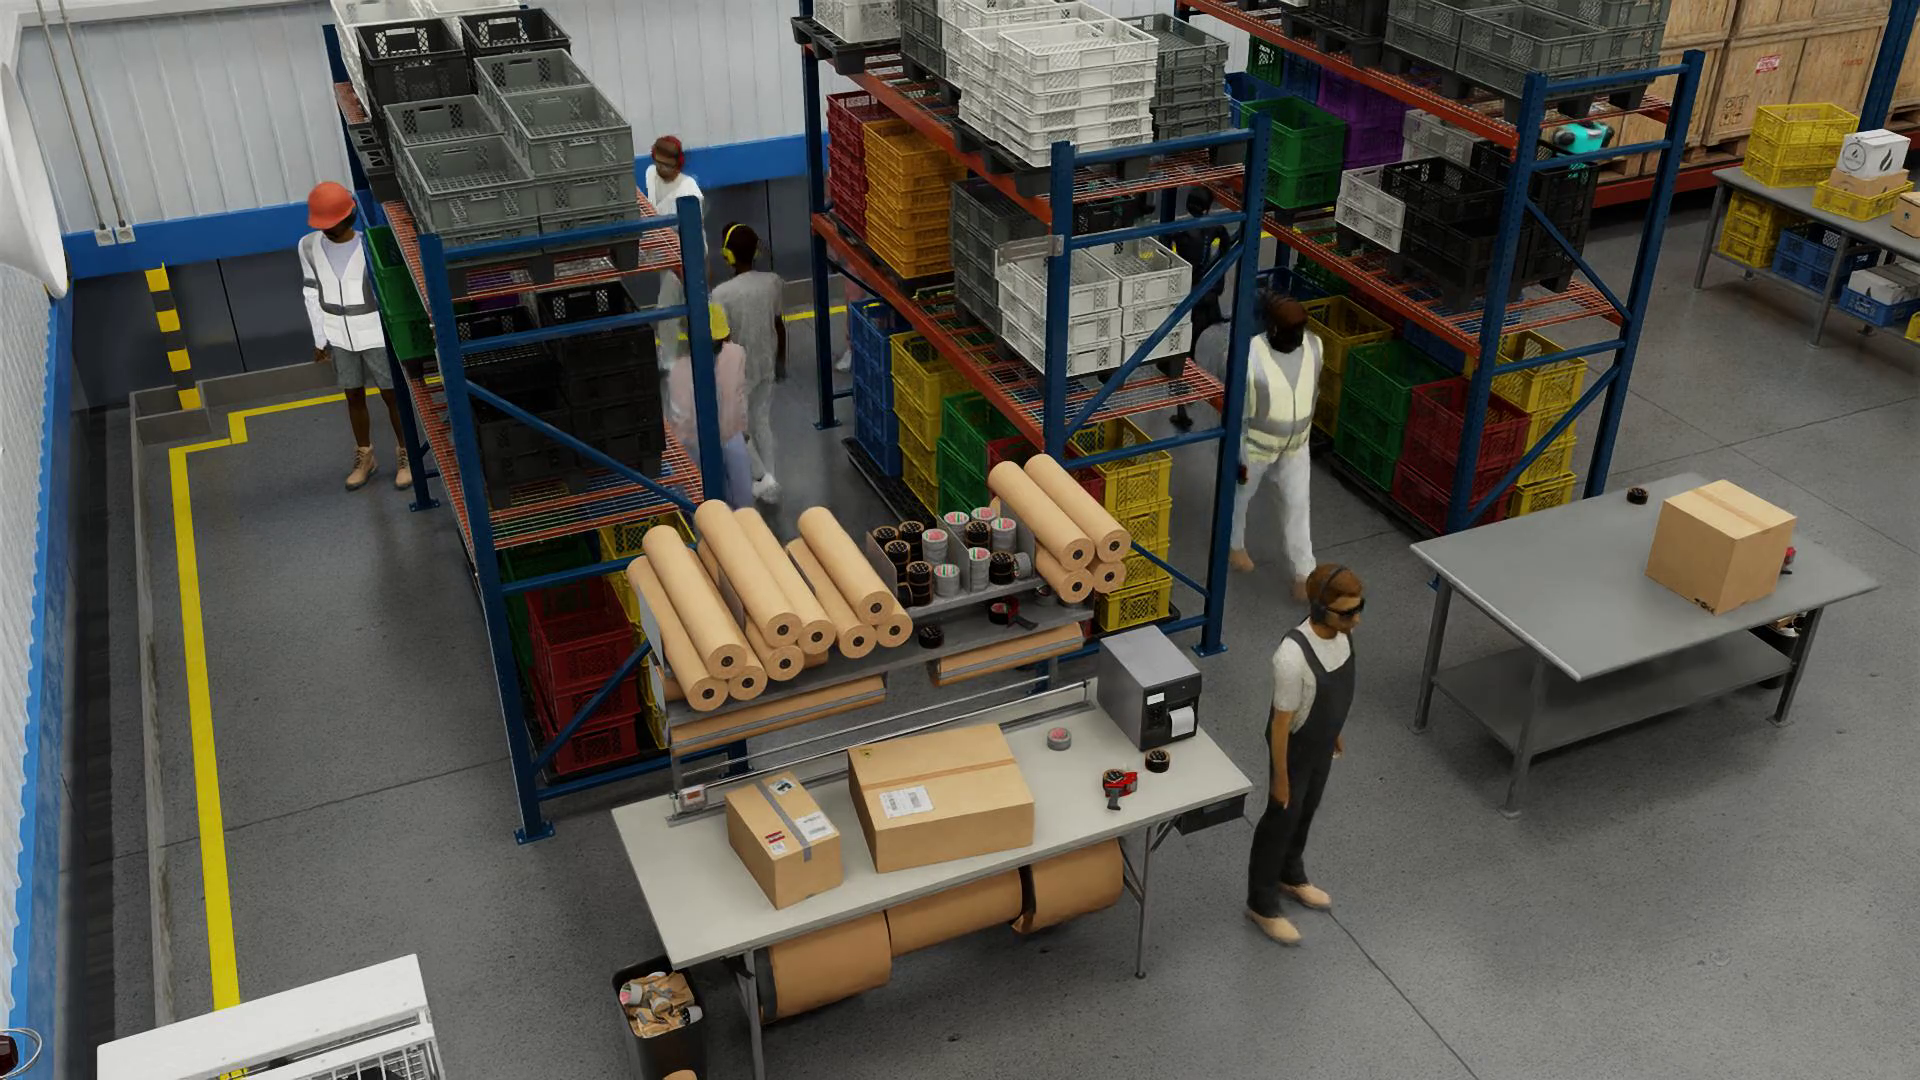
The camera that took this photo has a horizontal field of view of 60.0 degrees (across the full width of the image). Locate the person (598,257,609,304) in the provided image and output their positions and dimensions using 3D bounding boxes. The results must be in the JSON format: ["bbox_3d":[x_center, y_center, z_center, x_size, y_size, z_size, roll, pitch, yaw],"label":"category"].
[{"bbox_3d":[-2.606,-1.708,11.365,0.488,1.714,0.287,-25,40,-35],"label":"person"}]

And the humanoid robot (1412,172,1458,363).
[{"bbox_3d":[3.414,-2.050,11.967,0.589,1.634,0.643,-21,37,-30],"label":"humanoid robot"}]

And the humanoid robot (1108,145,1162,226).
[{"bbox_3d":[1.176,-2.541,12.791,0.735,1.877,0.535,-19,37,-28],"label":"humanoid robot"}]

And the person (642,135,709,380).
[{"bbox_3d":[-1.962,-2.028,11.794,0.764,1.809,0.596,-21,37,-30],"label":"person"}]

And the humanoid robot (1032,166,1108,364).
[{"bbox_3d":[0.678,-1.868,11.612,0.543,1.788,0.780,-8,33,-13],"label":"humanoid robot"}]

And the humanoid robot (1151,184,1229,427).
[{"bbox_3d":[1.507,-1.606,11.264,0.612,1.642,0.615,-13,34,-20],"label":"humanoid robot"}]

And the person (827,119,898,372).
[{"bbox_3d":[-0.621,-2.059,11.763,0.606,1.901,0.464,-4,32,-7],"label":"person"}]

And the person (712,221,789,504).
[{"bbox_3d":[-1.302,-1.053,10.168,0.555,1.849,0.408,-25,40,-35],"label":"person"}]

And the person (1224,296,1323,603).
[{"bbox_3d":[1.785,-0.490,9.308,0.625,1.794,0.941,-10,33,-16],"label":"person"}]

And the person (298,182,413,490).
[{"bbox_3d":[-3.726,-1.248,10.317,0.604,2.033,0.387,1,32,2],"label":"person"}]

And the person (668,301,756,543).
[{"bbox_3d":[-1.425,-0.591,9.542,0.546,1.714,0.924,-22,38,-32],"label":"person"}]

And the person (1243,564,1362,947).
[{"bbox_3d":[1.457,0.890,7.021,0.329,1.843,0.511,24,39,33],"label":"person"}]

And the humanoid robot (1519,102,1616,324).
[{"bbox_3d":[4.431,-2.520,12.685,0.543,1.792,0.776,-14,34,-22],"label":"humanoid robot"}]
